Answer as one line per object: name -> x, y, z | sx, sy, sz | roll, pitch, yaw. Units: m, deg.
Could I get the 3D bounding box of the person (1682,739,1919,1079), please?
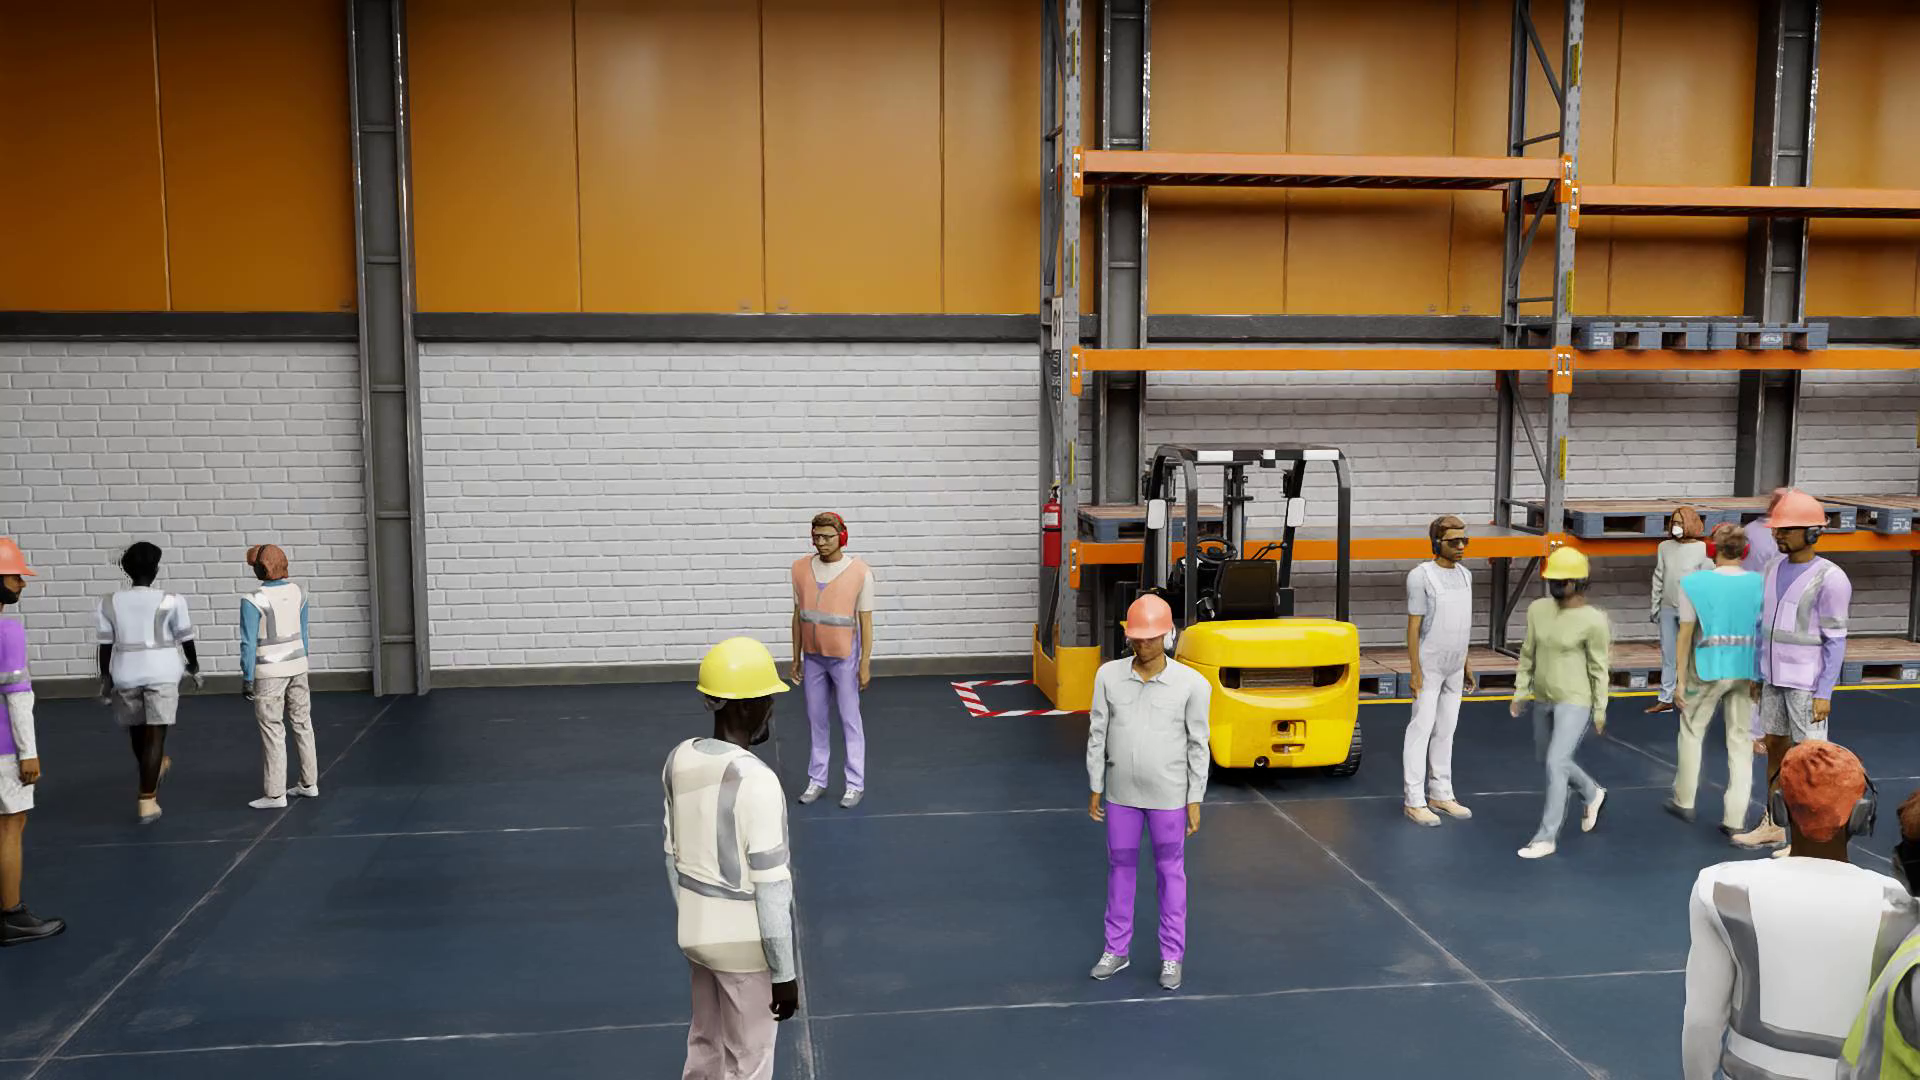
person -> 2.076, 1.418, 4.077 | 0.574, 1.887, 0.355 | 3, 7, 28

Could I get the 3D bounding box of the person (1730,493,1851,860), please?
person -> 4.580, 0.759, 9.170 | 0.379, 2.044, 0.607 | -2, 7, -14

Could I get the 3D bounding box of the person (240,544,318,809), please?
person -> -4.220, 0.837, 10.285 | 0.318, 1.631, 0.514 | 3, 7, 22

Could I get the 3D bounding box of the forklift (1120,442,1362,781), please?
forklift -> 1.912, 0.418, 11.496 | 1.214, 2.155, 2.313 | -1, 7, -8

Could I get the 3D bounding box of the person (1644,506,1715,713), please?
person -> 5.527, 0.553, 12.745 | 0.276, 1.633, 0.507 | -4, 8, -33

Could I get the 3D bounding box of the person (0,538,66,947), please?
person -> -4.576, 0.953, 7.933 | 0.549, 1.934, 0.374 | 4, 7, 28

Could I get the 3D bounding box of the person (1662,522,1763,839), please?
person -> 4.457, 0.801, 9.789 | 0.588, 1.810, 0.826 | 0, 7, 4

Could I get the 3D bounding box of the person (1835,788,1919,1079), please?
person -> 2.245, 1.468, 3.829 | 0.429, 1.842, 0.636 | 6, 9, 40

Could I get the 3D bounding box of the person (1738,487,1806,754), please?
person -> 5.660, 0.559, 11.736 | 0.551, 1.881, 0.742 | 0, 7, 0

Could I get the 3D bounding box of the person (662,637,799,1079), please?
person -> -0.703, 1.262, 5.259 | 0.370, 1.929, 0.585 | -6, 9, -41

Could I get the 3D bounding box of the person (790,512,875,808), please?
person -> -0.783, 0.733, 10.312 | 0.560, 1.837, 0.389 | 3, 7, 26

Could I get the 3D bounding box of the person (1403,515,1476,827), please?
person -> 2.874, 0.769, 9.936 | 0.505, 1.847, 0.344 | -4, 8, -32

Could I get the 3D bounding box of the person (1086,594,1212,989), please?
person -> 0.825, 1.104, 7.399 | 0.562, 1.752, 0.324 | 3, 7, 22

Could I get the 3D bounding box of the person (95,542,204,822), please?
person -> -4.923, 0.828, 10.196 | 0.545, 1.650, 0.888 | 0, 7, -2

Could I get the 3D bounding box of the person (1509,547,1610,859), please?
person -> 3.434, 0.887, 9.346 | 0.761, 1.740, 0.535 | -4, 7, -29
